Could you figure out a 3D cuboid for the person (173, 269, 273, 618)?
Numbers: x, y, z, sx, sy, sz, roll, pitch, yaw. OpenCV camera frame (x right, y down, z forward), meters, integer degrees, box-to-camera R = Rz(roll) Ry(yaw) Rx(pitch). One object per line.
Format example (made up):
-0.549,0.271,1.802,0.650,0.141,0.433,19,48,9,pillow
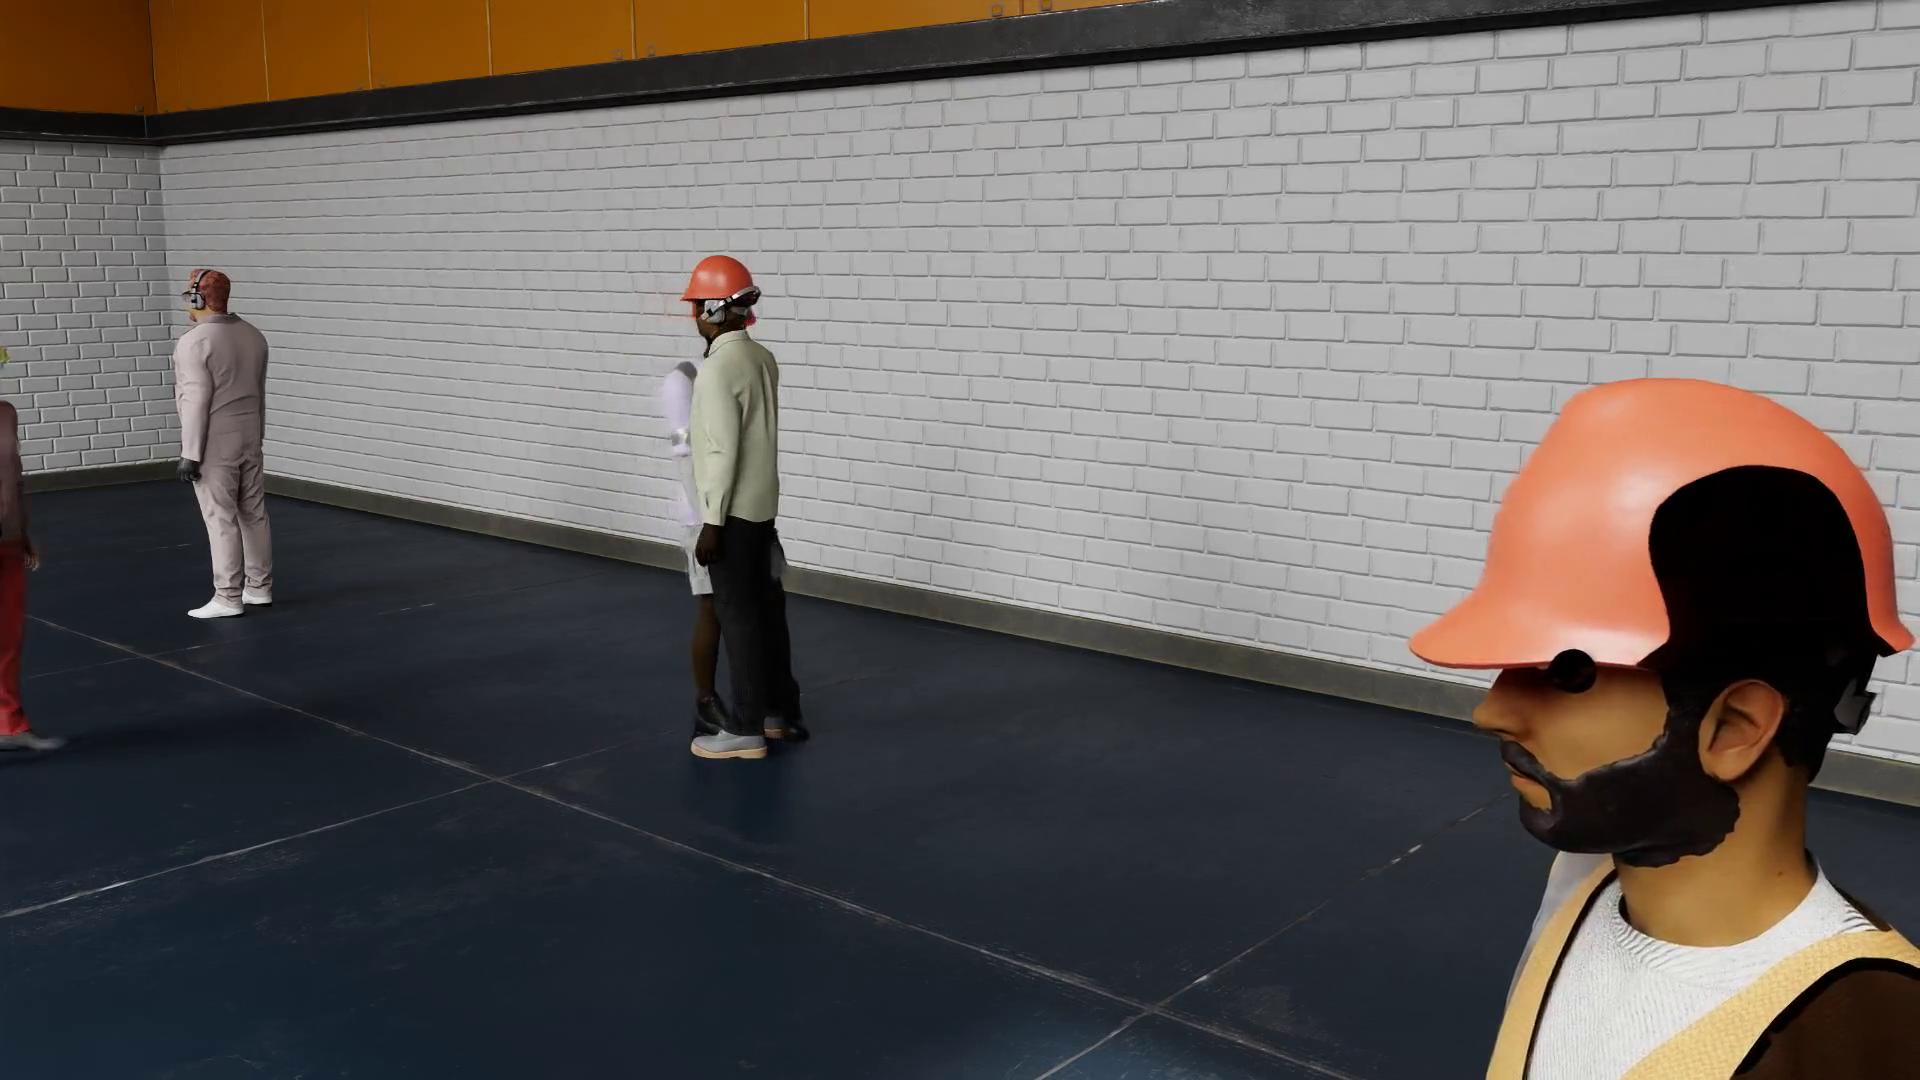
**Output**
-4.073,-0.524,9.145,0.407,1.910,0.639,2,10,13,person

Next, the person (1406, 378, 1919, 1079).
0.487,0.850,1.234,0.371,1.935,0.551,0,10,-1,person

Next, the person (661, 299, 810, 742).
-0.906,-0.111,6.756,0.461,1.918,0.553,8,13,40,person

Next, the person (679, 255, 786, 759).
-0.910,-0.127,6.635,0.397,1.992,0.623,2,10,13,person

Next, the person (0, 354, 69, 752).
-3.792,0.024,6.466,0.345,1.758,0.565,2,10,9,person
